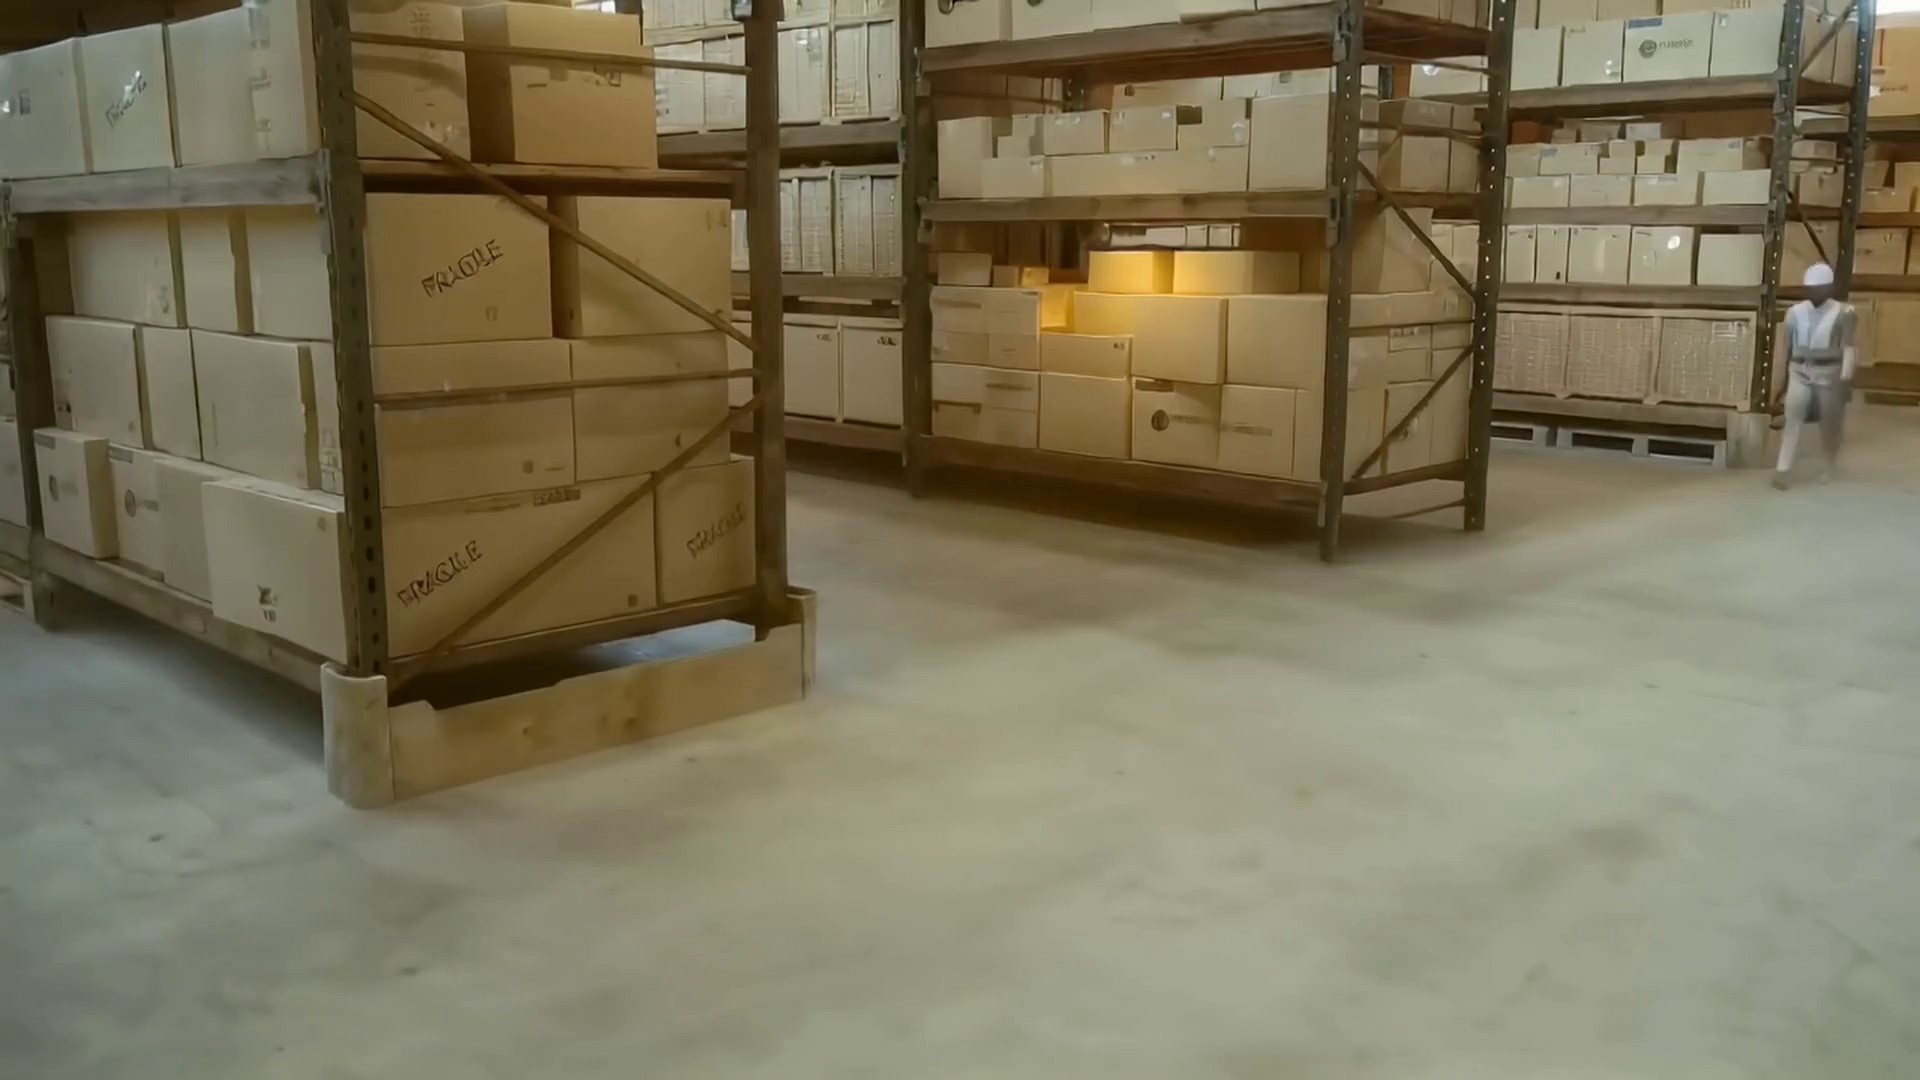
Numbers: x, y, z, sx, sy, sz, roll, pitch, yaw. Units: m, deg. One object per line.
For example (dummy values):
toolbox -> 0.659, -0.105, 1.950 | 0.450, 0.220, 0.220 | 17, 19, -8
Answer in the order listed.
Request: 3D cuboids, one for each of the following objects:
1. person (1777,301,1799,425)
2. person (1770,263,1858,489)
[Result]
person -> 8.983, -2.053, 17.973 | 0.627, 1.800, 0.807 | -9, 14, -40
person -> 7.241, -1.378, 14.058 | 0.614, 1.897, 1.000 | 10, 14, 43
